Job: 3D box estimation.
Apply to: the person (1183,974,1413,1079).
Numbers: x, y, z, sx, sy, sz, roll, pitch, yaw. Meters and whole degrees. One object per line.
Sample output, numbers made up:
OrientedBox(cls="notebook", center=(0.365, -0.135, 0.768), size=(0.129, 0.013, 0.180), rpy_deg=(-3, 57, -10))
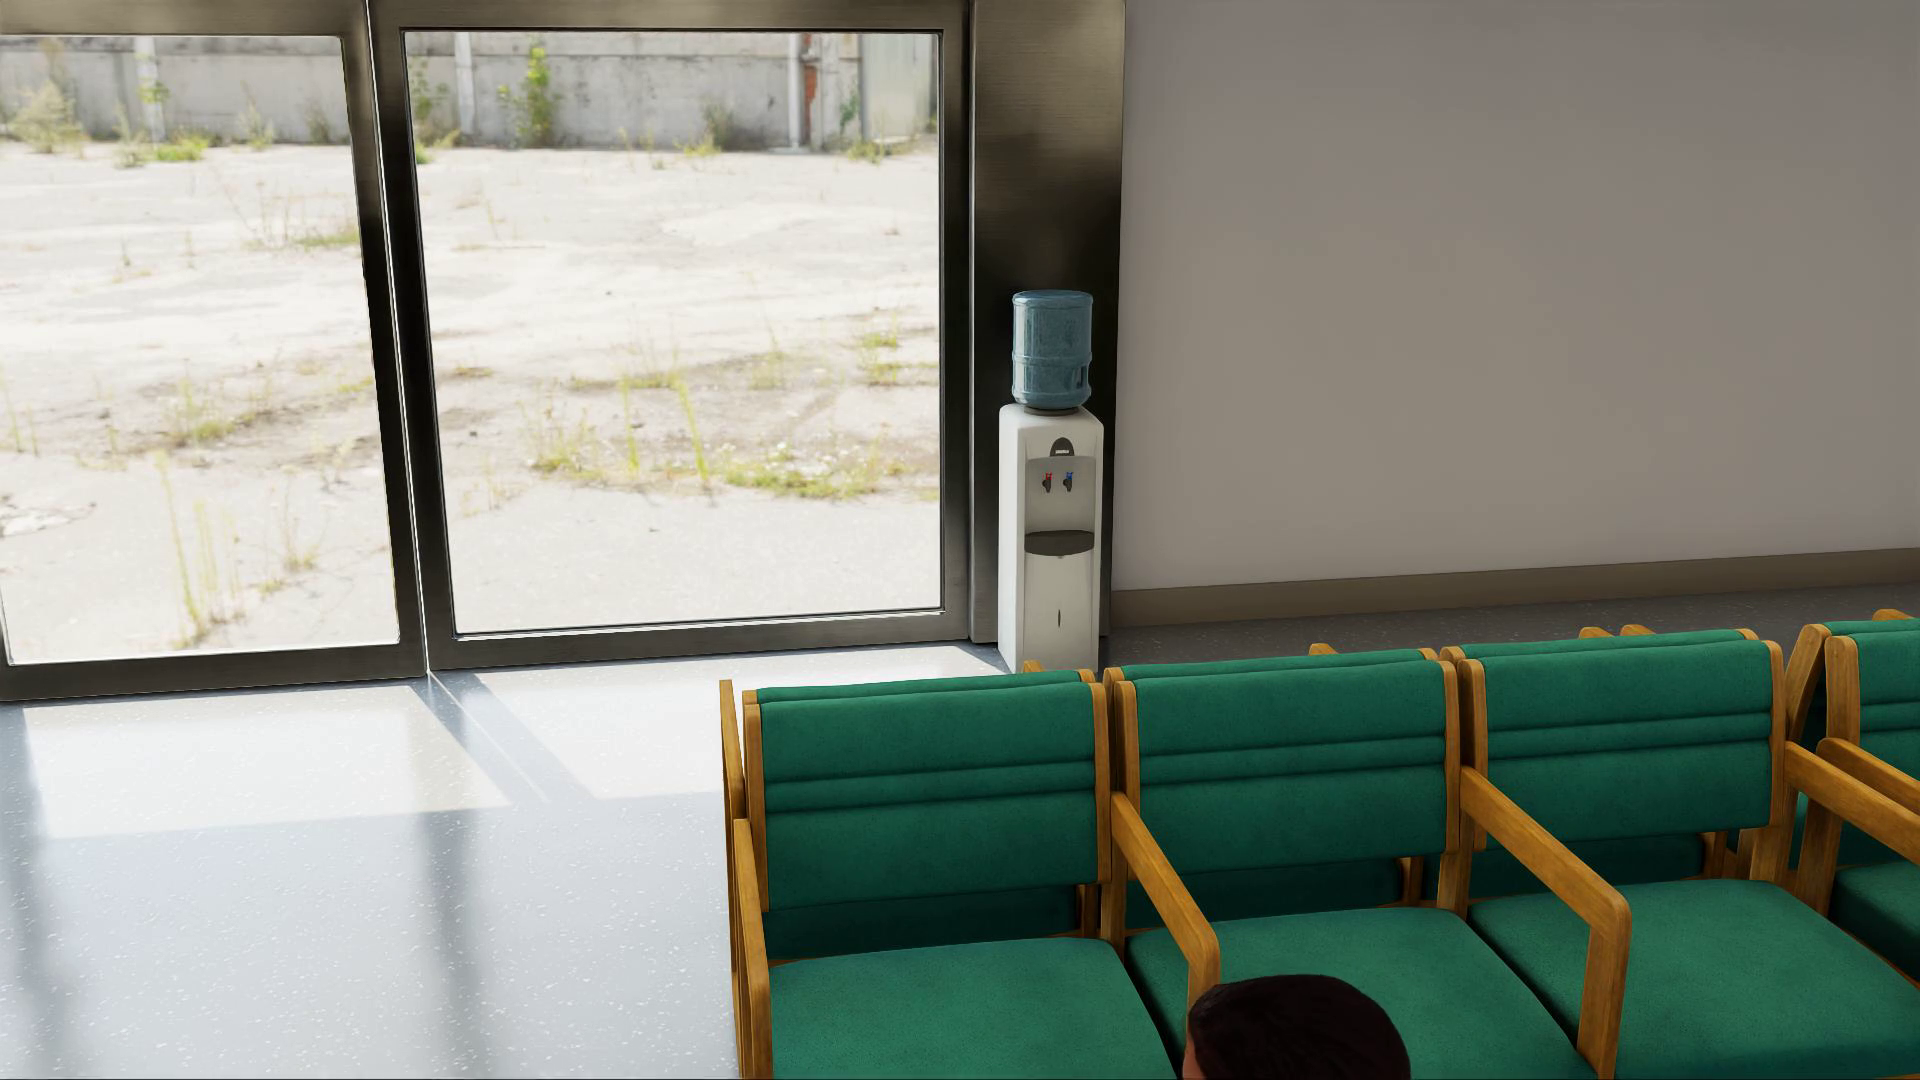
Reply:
OrientedBox(cls="person", center=(0.308, 1.118, 1.658), size=(0.613, 1.563, 0.475), rpy_deg=(-5, 16, -17))
